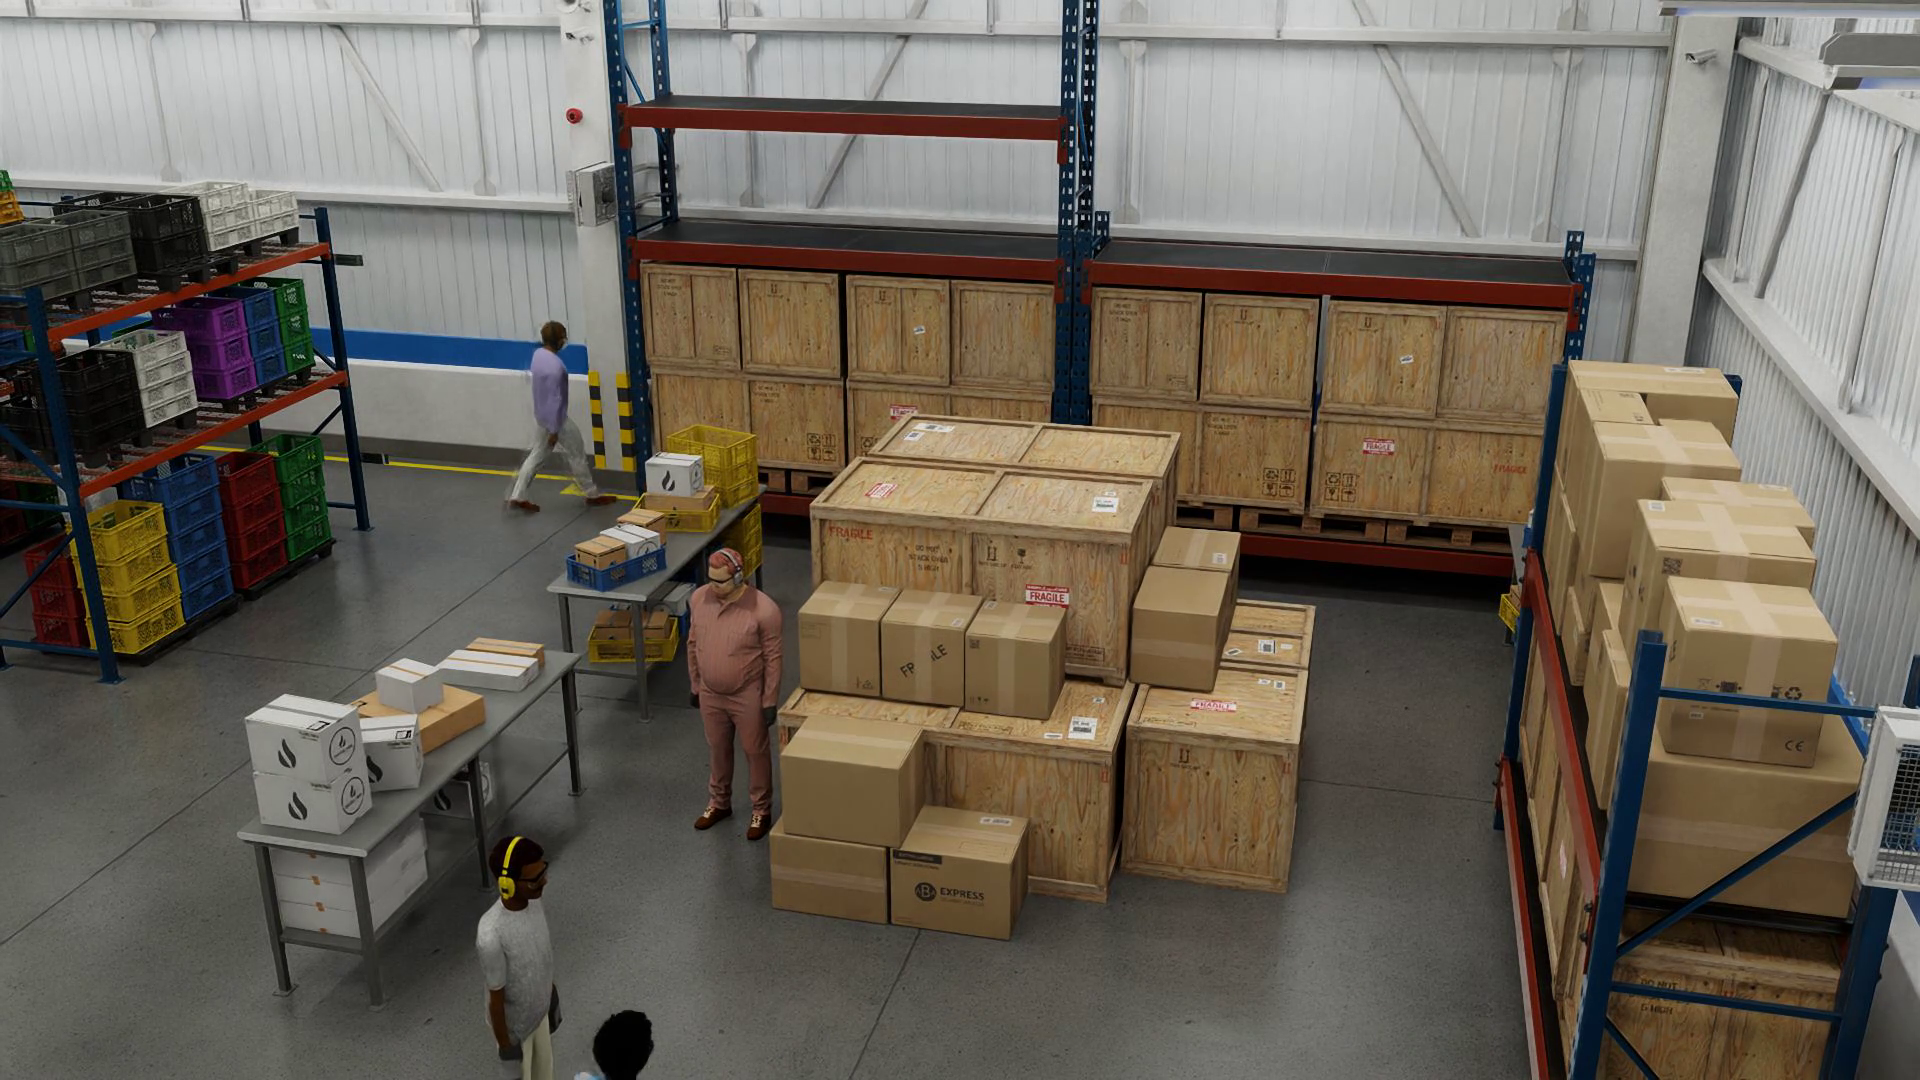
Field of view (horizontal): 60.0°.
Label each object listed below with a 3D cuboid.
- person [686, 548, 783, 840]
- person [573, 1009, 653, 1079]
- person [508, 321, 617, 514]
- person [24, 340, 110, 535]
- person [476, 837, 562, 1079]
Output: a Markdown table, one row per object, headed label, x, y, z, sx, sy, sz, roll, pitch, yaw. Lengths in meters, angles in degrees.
| label | x | y | z | sx | sy | sz | roll | pitch | yaw |
| --- | --- | --- | --- | --- | --- | --- | --- | --- | --- |
| person | -1.408 | 0.944 | 10.274 | 0.639 | 1.902 | 0.406 | 8 | 22 | 21 |
| person | -1.206 | 2.526 | 6.464 | 0.543 | 1.659 | 0.823 | 14 | 25 | 33 |
| person | -3.891 | -1.156 | 15.828 | 1.037 | 1.896 | 0.639 | -13 | 24 | -30 |
| person | -8.143 | -0.935 | 15.214 | 0.573 | 1.883 | 0.356 | -4 | 21 | -11 |
| person | -1.888 | 2.118 | 7.265 | 0.328 | 1.861 | 0.504 | 5 | 21 | 13 |
